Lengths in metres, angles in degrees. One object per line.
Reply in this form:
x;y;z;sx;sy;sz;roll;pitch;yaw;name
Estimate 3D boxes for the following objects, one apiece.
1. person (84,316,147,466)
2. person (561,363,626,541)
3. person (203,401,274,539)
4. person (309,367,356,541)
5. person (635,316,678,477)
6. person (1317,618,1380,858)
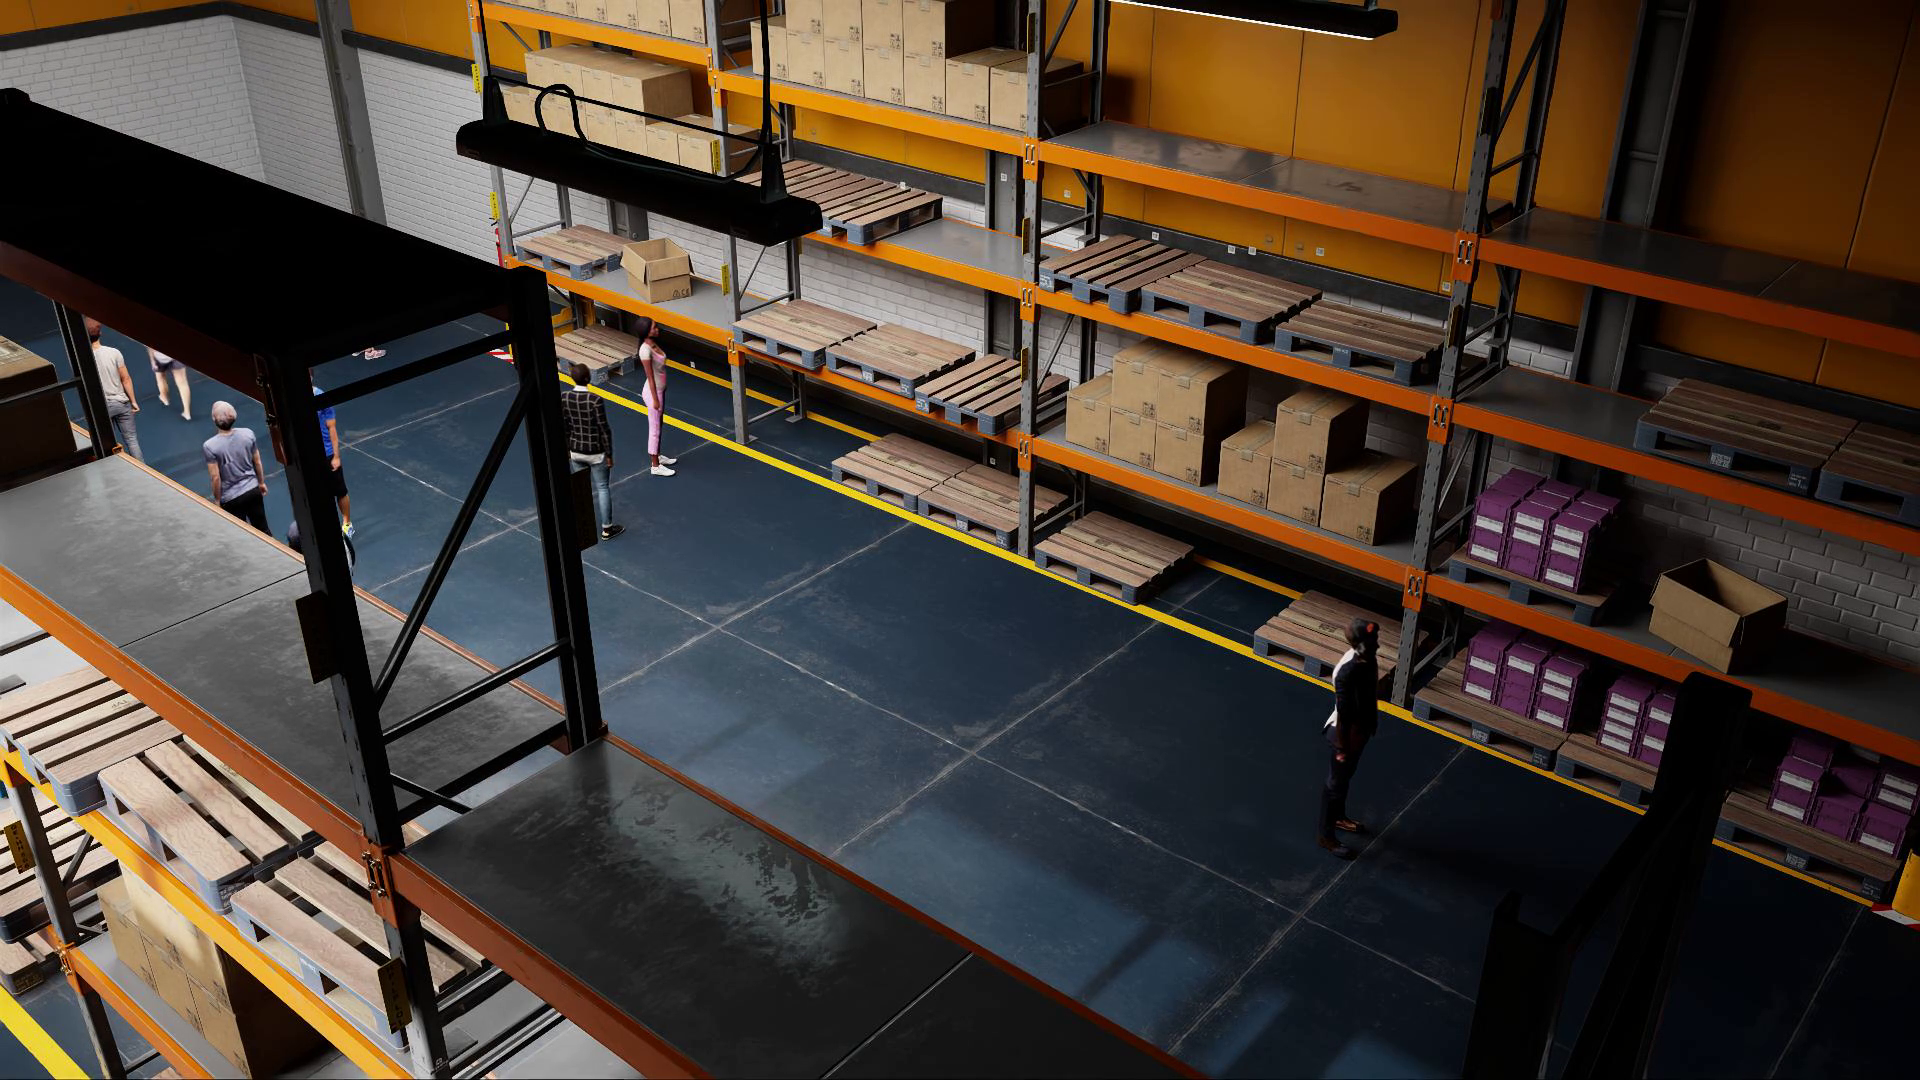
-8.748;-1.384;17.096;0.733;1.895;0.679;-15;32;-25;person
-3.632;-0.861;16.217;0.653;1.820;0.797;8;29;13;person
-6.614;-0.403;15.304;0.556;1.889;0.642;22;36;35;person
-6.229;-0.863;16.167;0.677;1.869;0.765;3;29;5;person
-3.225;-1.534;17.532;0.704;1.741;0.645;-2;29;-4;person
2.814;1.388;12.017;0.648;1.893;0.719;15;32;25;person
